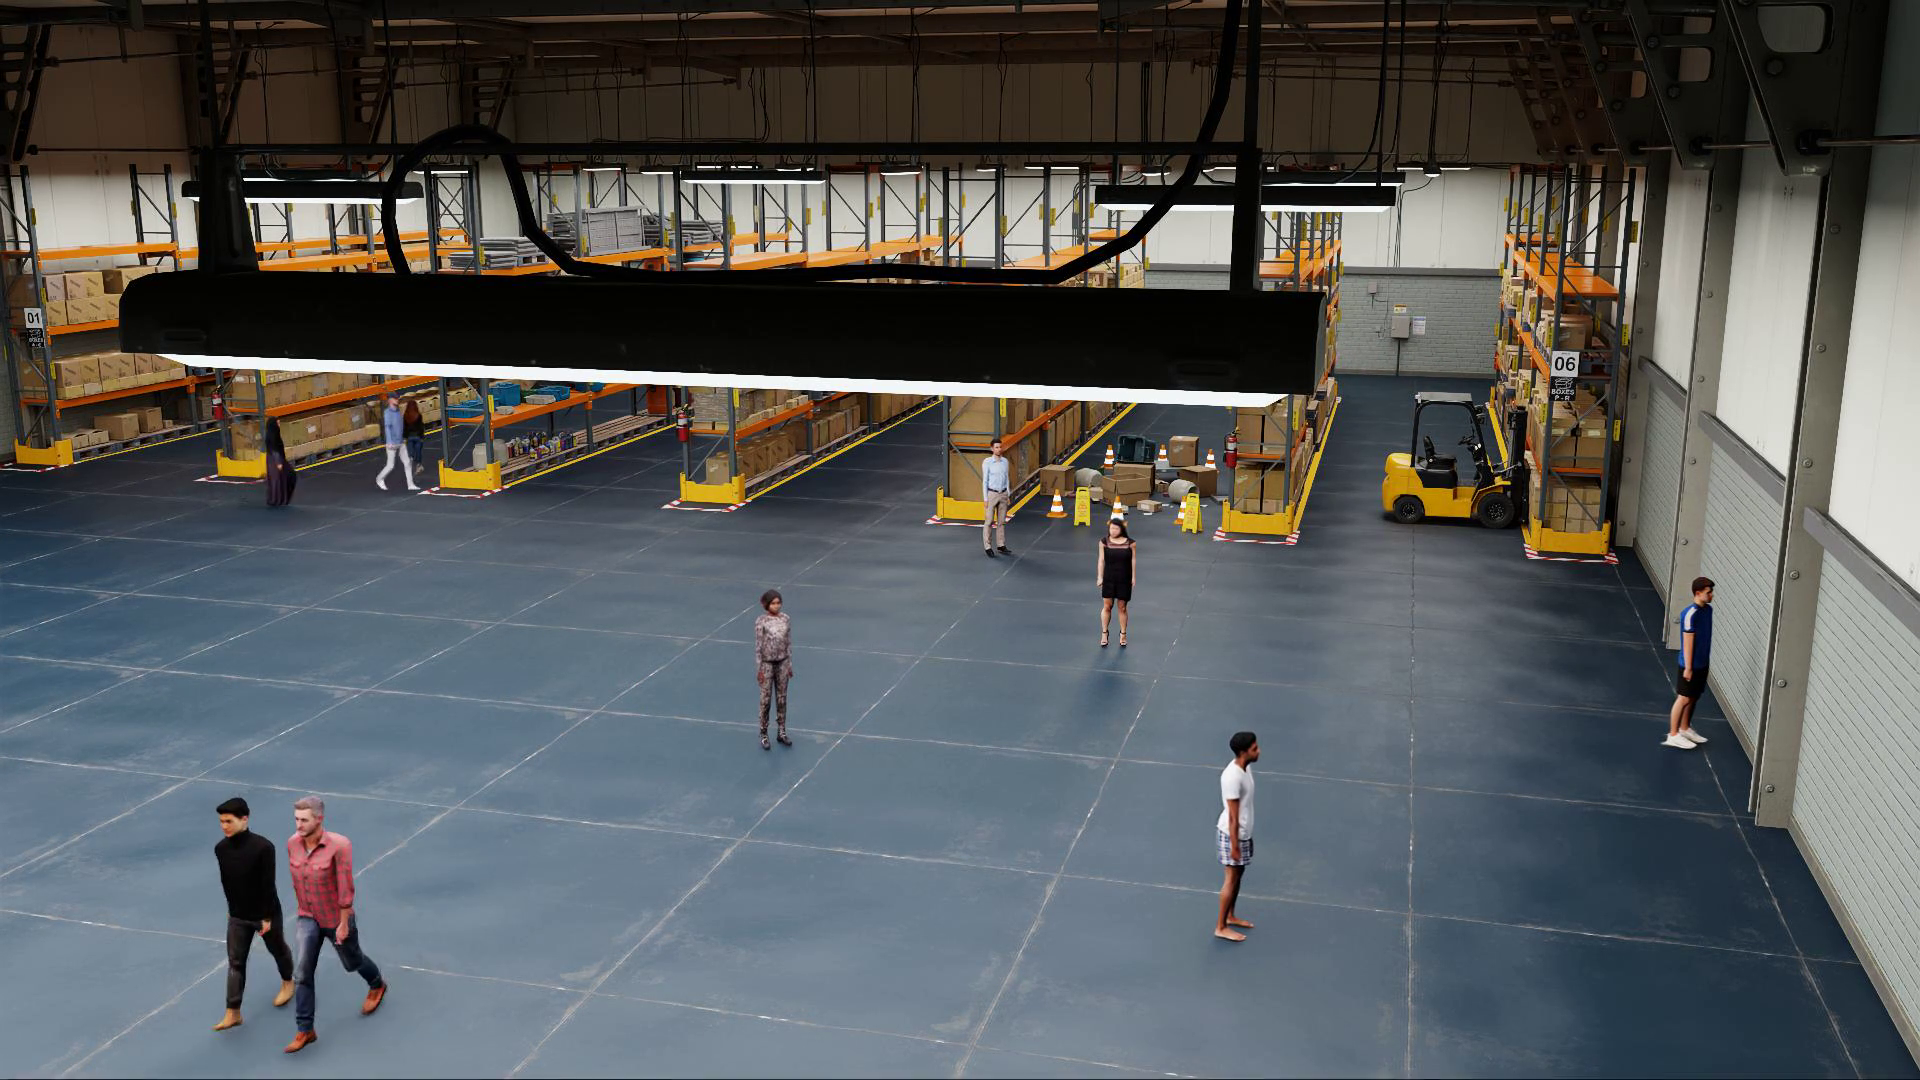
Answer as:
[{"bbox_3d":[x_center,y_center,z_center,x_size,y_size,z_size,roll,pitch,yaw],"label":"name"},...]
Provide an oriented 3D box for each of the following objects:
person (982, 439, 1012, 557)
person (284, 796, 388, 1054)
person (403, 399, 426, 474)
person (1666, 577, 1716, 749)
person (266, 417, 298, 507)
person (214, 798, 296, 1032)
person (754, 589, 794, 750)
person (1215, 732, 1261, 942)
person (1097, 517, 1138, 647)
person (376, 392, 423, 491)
[{"bbox_3d":[0.575,-0.694,26.343,0.753,1.848,0.811,-7,15,-28],"label":"person"},{"bbox_3d":[-4.483,2.671,11.931,0.723,1.793,1.166,3,13,12],"label":"person"},{"bbox_3d":[-10.859,-2.053,33.043,0.629,1.473,0.681,0,13,0],"label":"person"},{"bbox_3d":[7.828,1.285,17.755,0.788,1.866,0.682,12,18,43],"label":"person"},{"bbox_3d":[-12.403,-1.411,29.969,0.805,1.608,0.785,-1,13,-6],"label":"person"},{"bbox_3d":[-5.112,2.671,12.173,0.739,1.685,1.091,2,13,7],"label":"person"},{"bbox_3d":[-1.992,1.362,17.755,0.679,1.717,0.738,-7,15,-28],"label":"person"},{"bbox_3d":[2.228,2.357,13.429,0.686,1.729,0.483,4,14,19],"label":"person"},{"bbox_3d":[2.014,0.529,21.356,0.697,1.714,0.648,1,13,5],"label":"person"},{"bbox_3d":[-10.673,-1.840,31.247,0.788,1.868,1.112,5,14,20],"label":"person"}]
